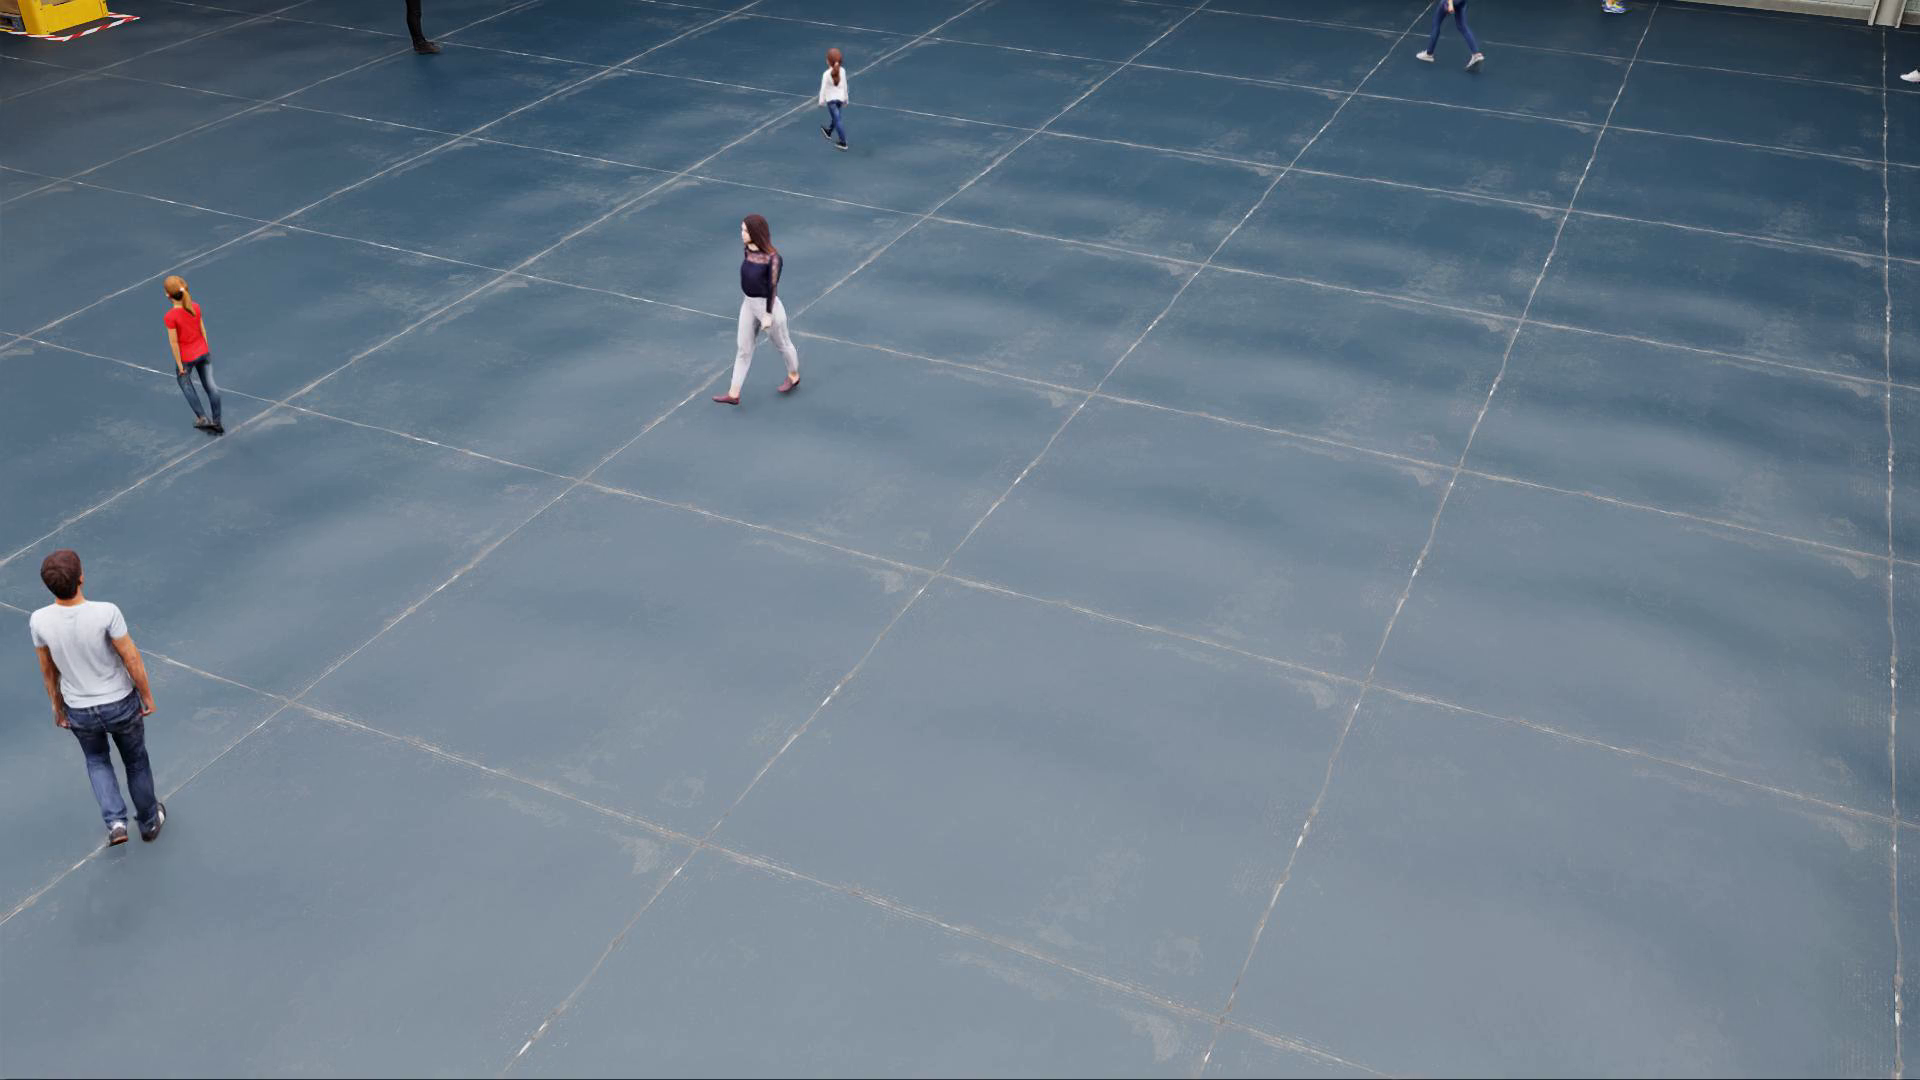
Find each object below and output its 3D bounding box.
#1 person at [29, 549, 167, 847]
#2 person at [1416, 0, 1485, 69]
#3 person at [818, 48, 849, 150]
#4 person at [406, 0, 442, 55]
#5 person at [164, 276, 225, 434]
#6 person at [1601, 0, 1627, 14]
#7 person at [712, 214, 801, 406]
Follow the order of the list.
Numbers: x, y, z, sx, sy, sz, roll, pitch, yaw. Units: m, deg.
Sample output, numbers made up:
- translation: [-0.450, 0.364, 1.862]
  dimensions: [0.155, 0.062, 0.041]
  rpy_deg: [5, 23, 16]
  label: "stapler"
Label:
- translation: [-4.506, 0.910, 8.712]
  dimensions: [0.854, 1.851, 0.912]
  rpy_deg: [-9, 33, -15]
  label: "person"
- translation: [6.389, -6.871, 21.181]
  dimensions: [0.860, 1.708, 1.210]
  rpy_deg: [-27, 41, -35]
  label: "person"
- translation: [-1.369, -4.950, 18.725]
  dimensions: [0.629, 1.079, 0.827]
  rpy_deg: [-26, 41, -35]
  label: "person"
- translation: [-7.211, -7.307, 21.803]
  dimensions: [0.793, 1.781, 0.719]
  rpy_deg: [-14, 35, -22]
  label: "person"
- translation: [-5.914, -1.413, 12.913]
  dimensions: [0.574, 1.297, 0.533]
  rpy_deg: [22, 39, 31]
  label: "person"
- translation: [9.436, -8.476, 23.576]
  dimensions: [0.589, 1.866, 0.636]
  rpy_deg: [9, 33, 14]
  label: "person"
- translation: [-1.523, -1.834, 13.335]
  dimensions: [0.920, 1.558, 1.077]
  rpy_deg: [-27, 41, -36]
  label: "person"
